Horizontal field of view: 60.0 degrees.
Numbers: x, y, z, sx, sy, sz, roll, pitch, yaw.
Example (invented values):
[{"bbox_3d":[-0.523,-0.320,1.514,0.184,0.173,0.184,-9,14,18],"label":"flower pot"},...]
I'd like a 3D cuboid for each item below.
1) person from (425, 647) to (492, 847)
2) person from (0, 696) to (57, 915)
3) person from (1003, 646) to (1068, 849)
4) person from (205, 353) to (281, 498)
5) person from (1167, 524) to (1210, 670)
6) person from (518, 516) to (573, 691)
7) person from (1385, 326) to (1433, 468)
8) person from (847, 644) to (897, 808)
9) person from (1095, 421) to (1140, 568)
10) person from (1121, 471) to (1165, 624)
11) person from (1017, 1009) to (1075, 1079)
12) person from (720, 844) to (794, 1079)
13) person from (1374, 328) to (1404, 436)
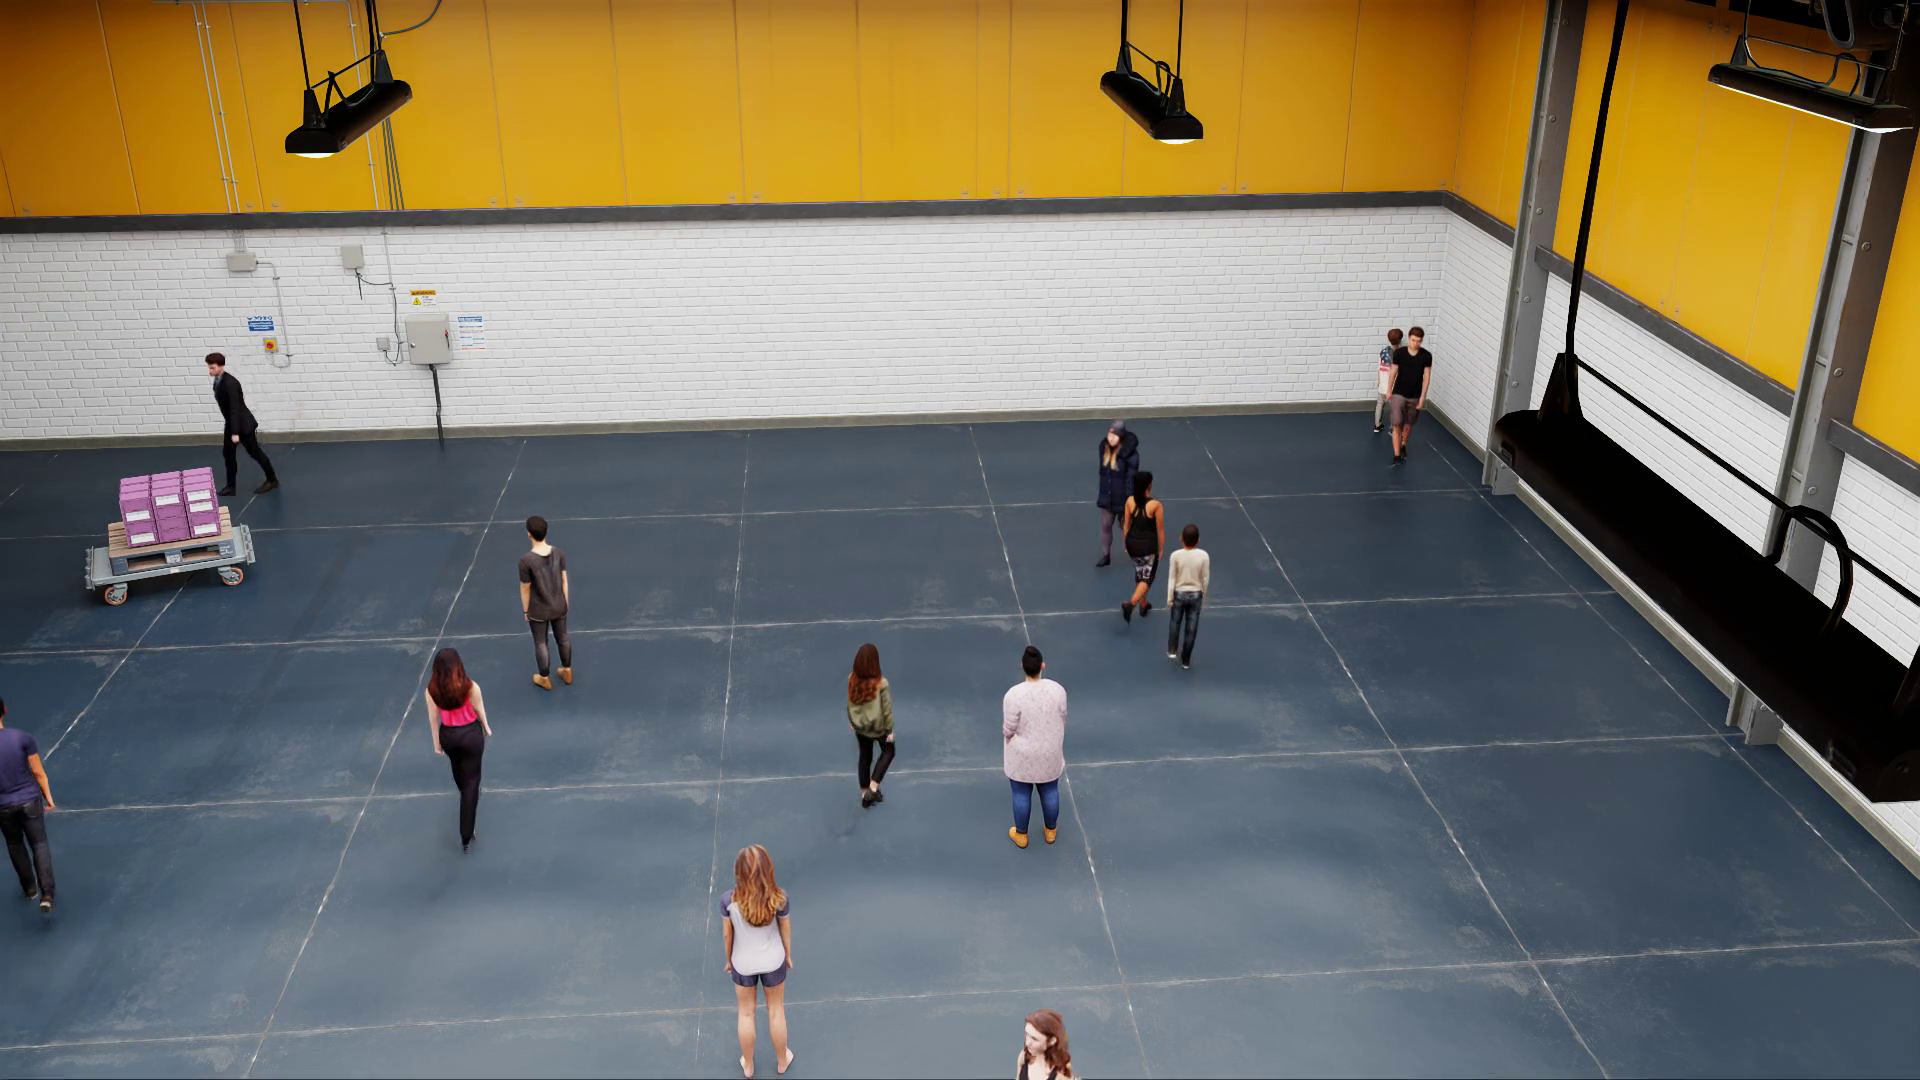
[{"bbox_3d":[-3.989,1.661,13.295,0.686,1.617,1.124,1,24,2],"label":"person"},{"bbox_3d":[-7.012,1.992,12.353,0.918,1.766,1.107,-15,27,-30],"label":"person"},{"bbox_3d":[0.588,1.637,13.192,0.716,1.744,0.651,-5,24,-11],"label":"person"},{"bbox_3d":[-8.619,-1.413,20.052,1.154,1.838,1.116,-19,30,-37],"label":"person"},{"bbox_3d":[2.191,0.573,15.990,0.602,1.452,0.662,3,24,7],"label":"person"},{"bbox_3d":[-3.881,0.585,15.639,0.687,1.711,0.689,-14,27,-29],"label":"person"},{"bbox_3d":[5.687,-1.865,21.116,0.869,1.814,1.178,5,24,11],"label":"person"},{"bbox_3d":[-0.763,1.566,13.697,0.707,1.469,0.740,12,26,25],"label":"person"},{"bbox_3d":[1.777,-0.520,18.234,1.000,1.659,1.092,16,28,33],"label":"person"},{"bbox_3d":[1.827,0.088,16.859,0.914,1.646,1.029,13,27,28],"label":"person"},{"bbox_3d":[0.522,3.322,9.342,0.708,1.740,0.771,18,29,35],"label":"person"},{"bbox_3d":[-1.300,2.720,10.727,0.582,1.735,0.528,-2,24,-5],"label":"person"},{"bbox_3d":[5.745,-2.128,22.186,0.585,1.438,0.639,17,29,34],"label":"person"}]
